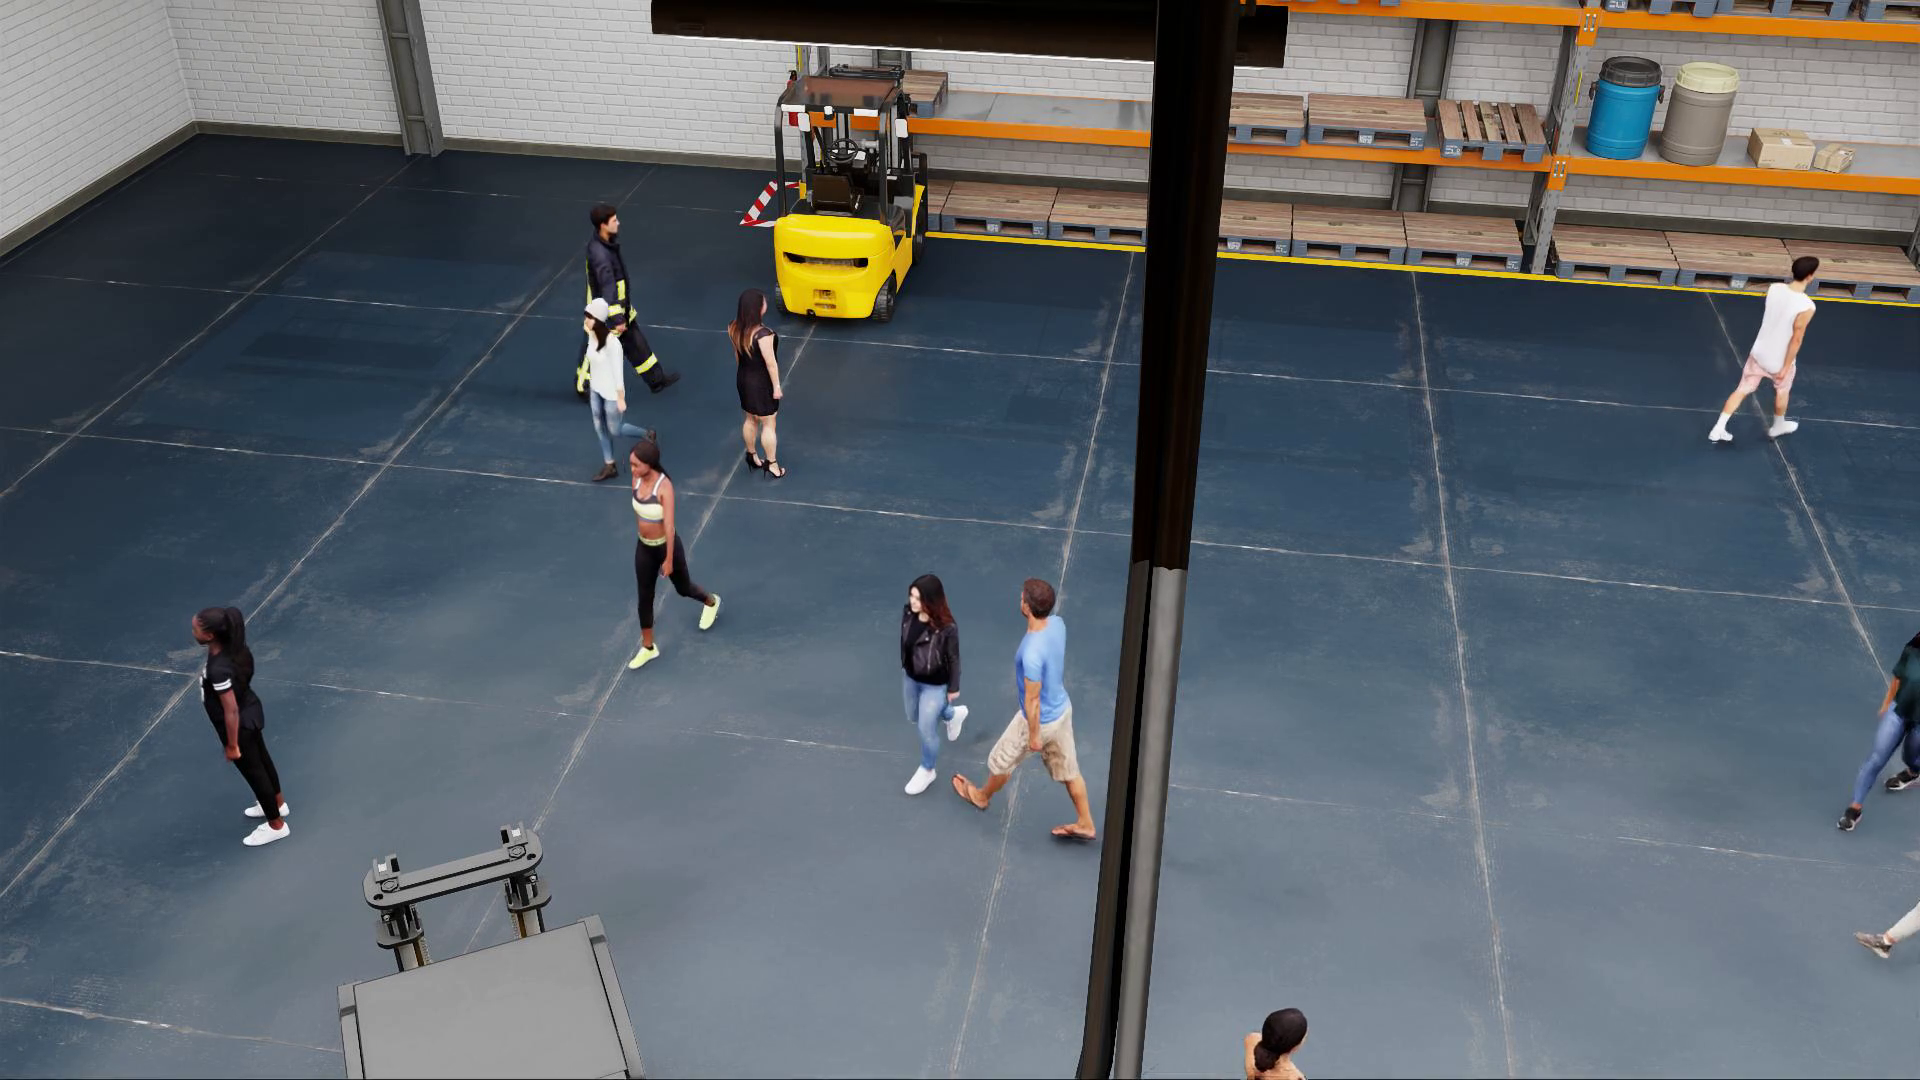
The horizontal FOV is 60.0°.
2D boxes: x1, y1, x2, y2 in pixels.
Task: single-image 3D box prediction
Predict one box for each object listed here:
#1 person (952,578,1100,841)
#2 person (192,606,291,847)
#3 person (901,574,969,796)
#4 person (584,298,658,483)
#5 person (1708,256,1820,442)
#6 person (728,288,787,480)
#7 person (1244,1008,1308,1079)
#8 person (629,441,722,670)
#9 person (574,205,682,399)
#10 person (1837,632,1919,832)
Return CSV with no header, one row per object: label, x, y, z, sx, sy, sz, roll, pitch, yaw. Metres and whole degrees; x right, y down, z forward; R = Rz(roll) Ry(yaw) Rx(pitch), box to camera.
person,0.594,1.105,10.196,1.319,1.809,0.918,15,36,21
person,-4.432,1.127,10.239,0.719,1.725,0.703,-9,35,-13
person,-0.149,0.877,10.715,0.962,1.615,0.961,27,42,34
person,-2.885,-1.265,13.924,0.936,1.628,0.933,29,43,36
person,6.916,-1.588,14.303,1.221,1.746,1.074,-15,37,-22
person,-1.689,-1.305,13.902,0.708,1.721,0.809,26,41,33
person,1.292,2.830,7.625,1.091,1.782,1.035,-21,39,-29
person,-2.066,0.045,11.868,1.110,1.723,0.895,19,38,26
person,-3.241,-2.076,14.927,1.289,1.870,0.985,-2,34,-2
person,6.020,1.101,10.403,1.070,1.586,1.056,-21,39,-29
